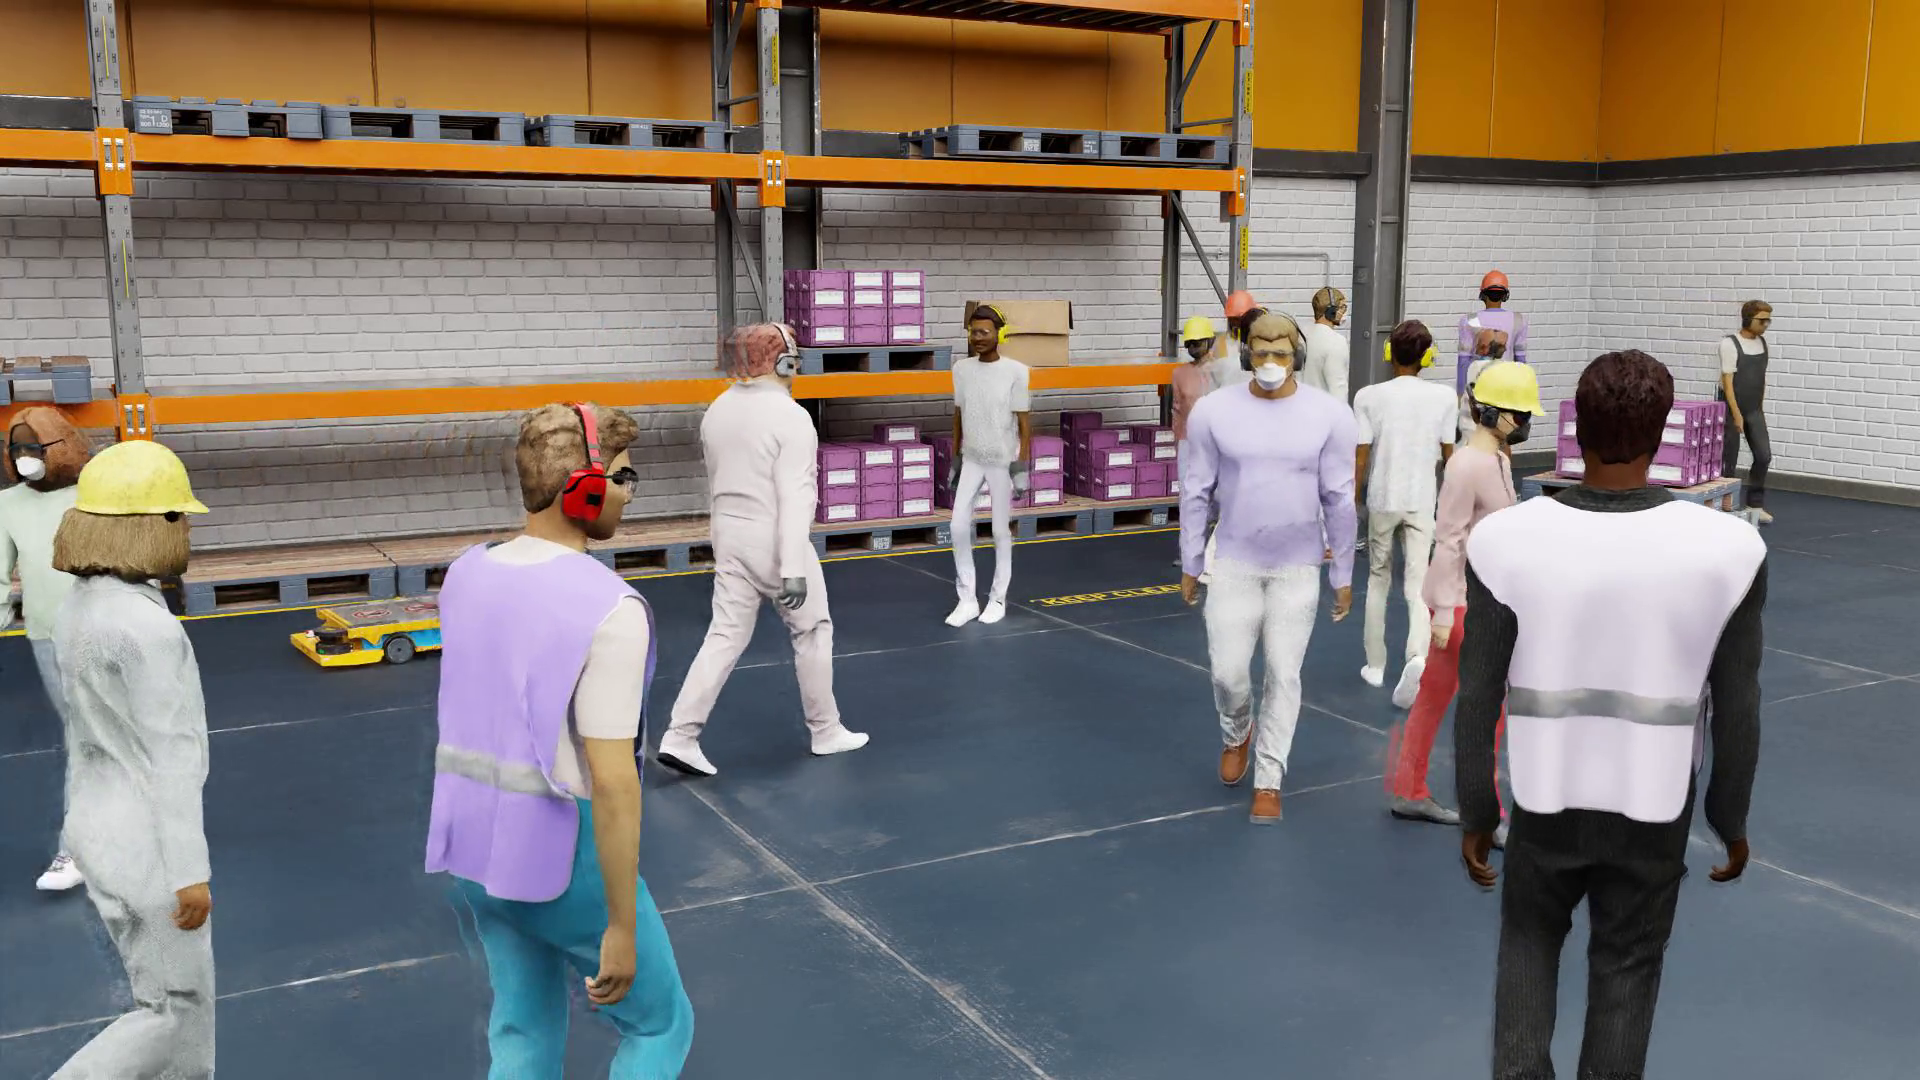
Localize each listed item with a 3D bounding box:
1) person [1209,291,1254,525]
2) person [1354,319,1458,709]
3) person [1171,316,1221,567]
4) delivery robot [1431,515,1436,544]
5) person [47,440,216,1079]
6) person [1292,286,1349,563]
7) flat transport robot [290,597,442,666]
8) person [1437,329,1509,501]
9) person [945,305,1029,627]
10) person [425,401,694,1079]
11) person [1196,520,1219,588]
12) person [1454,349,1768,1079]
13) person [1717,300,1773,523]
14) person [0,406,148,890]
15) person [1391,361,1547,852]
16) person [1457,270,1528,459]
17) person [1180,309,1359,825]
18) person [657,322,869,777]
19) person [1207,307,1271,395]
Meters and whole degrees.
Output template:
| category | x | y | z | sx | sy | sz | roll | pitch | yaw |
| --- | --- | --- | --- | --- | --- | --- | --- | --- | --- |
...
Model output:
| category | x | y | z | sx | sy | sz | roll | pitch | yaw |
| --- | --- | --- | --- | --- | --- | --- | --- | --- | --- |
| person | 2.066 | -0.936 | 12.653 | 0.570 | 1.887 | 0.979 | 6 | 11 | 31 |
| person | 2.115 | -0.134 | 7.962 | 0.524 | 1.835 | 0.842 | 2 | 10 | 11 |
| person | 1.738 | -0.703 | 11.661 | 0.525 | 1.741 | 0.694 | 6 | 11 | 31 |
| delivery robot | 3.254 | -0.049 | 11.010 | 0.477 | 0.478 | 0.707 | 0 | 9 | -2 |
| person | -1.802 | 0.653 | 3.483 | 0.649 | 1.716 | 0.494 | -9 | 13 | -43 |
| person | 2.542 | -0.814 | 11.751 | 0.376 | 1.940 | 0.629 | -3 | 10 | -15 |
| flat transport robot | -2.841 | 0.452 | 9.100 | 1.431 | 0.197 | 0.652 | -6 | 11 | -34 |
| person | 4.155 | -0.869 | 13.153 | 0.876 | 1.581 | 0.495 | 1 | 9 | 3 |
| person | 0.121 | -0.411 | 9.541 | 0.554 | 1.853 | 0.641 | 4 | 10 | 24 |
| person | -0.762 | 0.643 | 3.233 | 0.557 | 1.820 | 0.497 | 6 | 11 | 34 |
| person | 1.848 | -0.474 | 10.735 | 0.858 | 1.587 | 0.529 | -4 | 10 | -21 |
| person | 1.367 | 0.551 | 3.538 | 0.593 | 1.904 | 0.443 | 4 | 10 | 23 |
| person | 6.308 | -1.020 | 13.380 | 0.508 | 1.809 | 0.584 | -2 | 10 | -12 |
| person | -3.057 | 0.359 | 5.596 | 0.532 | 1.598 | 0.764 | 1 | 9 | 6 |
| person | 1.888 | 0.231 | 5.970 | 0.699 | 1.726 | 0.556 | 5 | 11 | 30 |
| person | 4.707 | -1.367 | 14.800 | 0.607 | 2.044 | 0.379 | 0 | 9 | 1 |
| person | 1.152 | 0.098 | 6.251 | 0.657 | 1.920 | 0.478 | 2 | 10 | 12 |
| person | -0.838 | 0.040 | 6.815 | 0.649 | 1.860 | 0.979 | 8 | 12 | 41 |
| person | 1.739 | -0.465 | 9.955 | 0.522 | 1.825 | 0.882 | 9 | 13 | 43 |
